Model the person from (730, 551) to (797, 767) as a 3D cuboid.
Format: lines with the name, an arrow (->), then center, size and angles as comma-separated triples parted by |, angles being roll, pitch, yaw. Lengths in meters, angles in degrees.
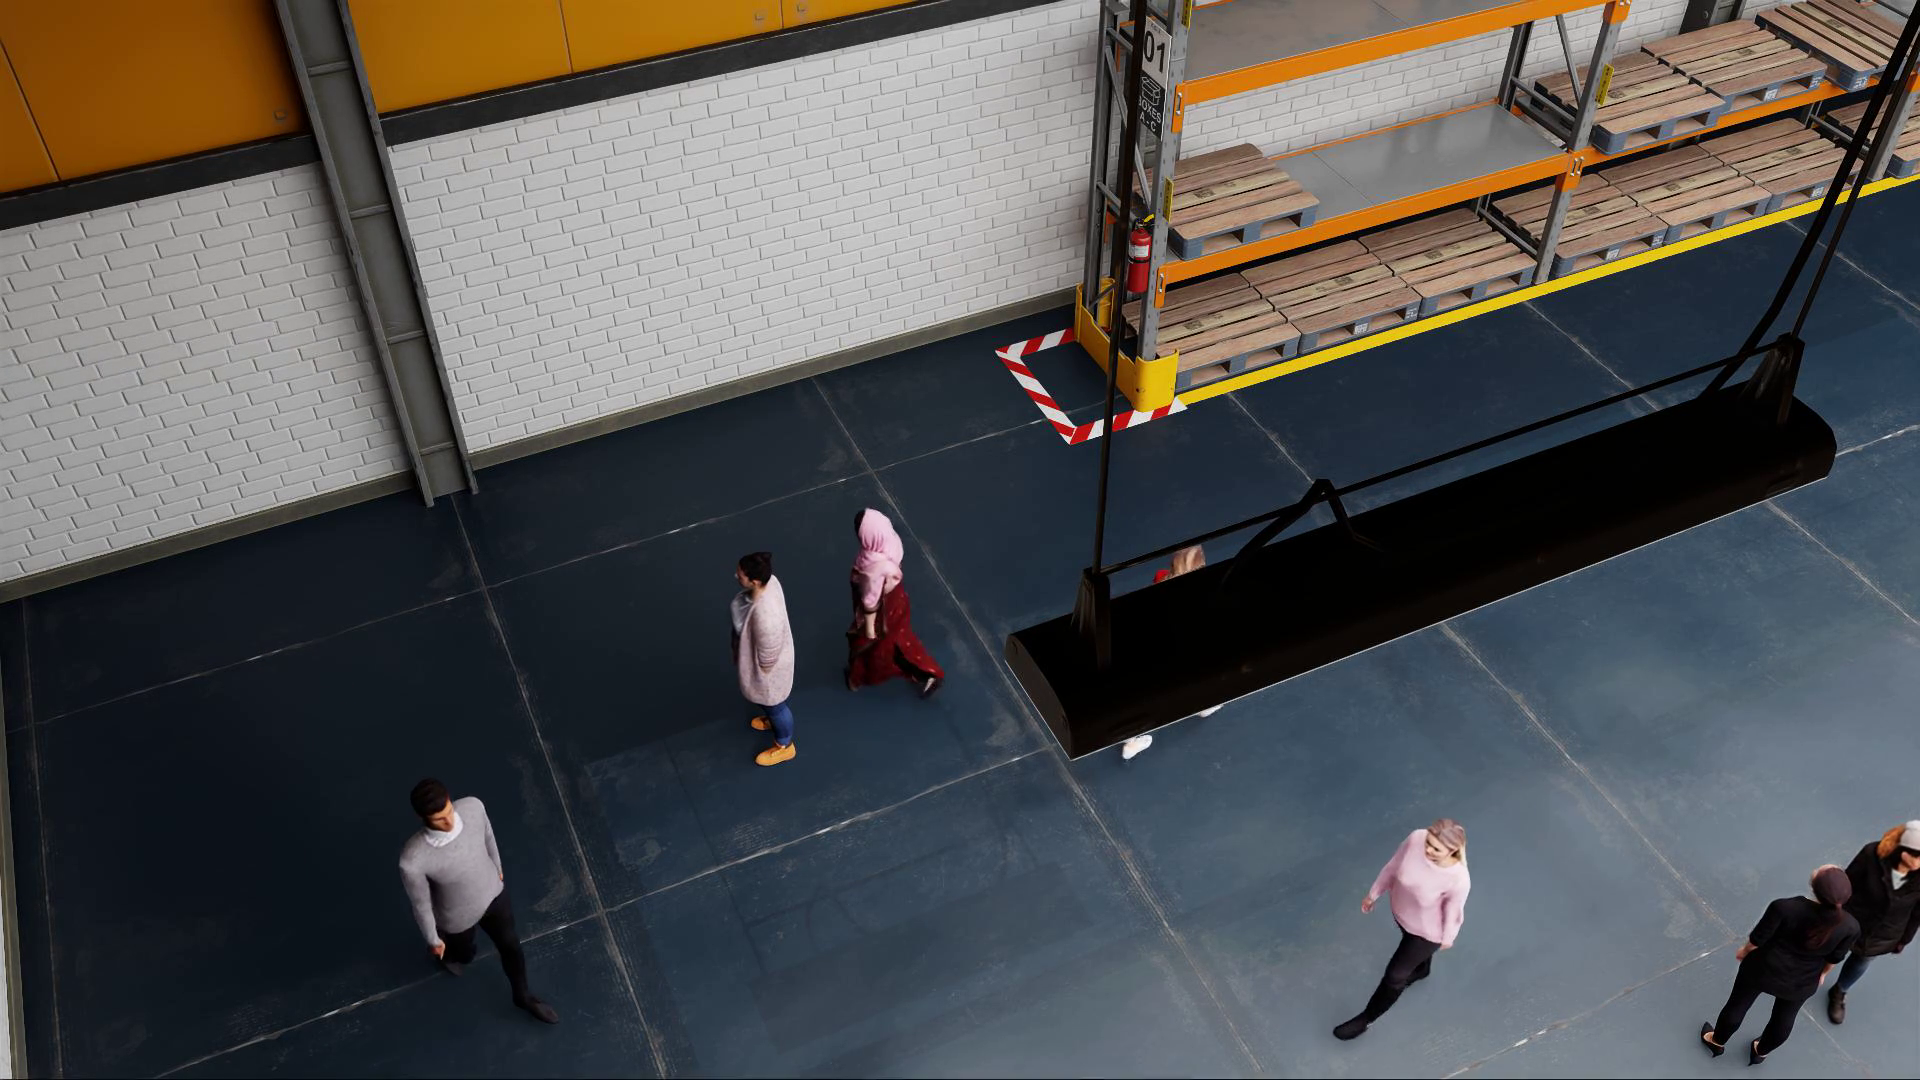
person -> -1.192, 0.696, 10.246 | 0.720, 1.743, 0.754 | -6, 44, -7

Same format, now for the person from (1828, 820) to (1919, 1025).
person -> 4.882, 2.018, 8.938 | 0.729, 1.633, 0.773 | 19, 47, 19

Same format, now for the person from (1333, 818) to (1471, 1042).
person -> 2.542, 1.985, 8.960 | 0.977, 1.650, 0.601 | -17, 46, -17

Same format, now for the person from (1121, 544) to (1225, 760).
person -> 1.230, 0.726, 10.279 | 1.145, 1.654, 0.798 | -29, 51, -27

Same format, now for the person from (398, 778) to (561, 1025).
person -> -2.697, 1.869, 8.882 | 1.150, 1.926, 1.226 | 27, 50, 25

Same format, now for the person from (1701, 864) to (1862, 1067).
person -> 4.292, 2.243, 8.683 | 0.685, 1.660, 0.746 | 14, 45, 14

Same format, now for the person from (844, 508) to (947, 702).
person -> -0.423, 0.437, 10.612 | 1.053, 1.613, 1.016 | 16, 46, 16
